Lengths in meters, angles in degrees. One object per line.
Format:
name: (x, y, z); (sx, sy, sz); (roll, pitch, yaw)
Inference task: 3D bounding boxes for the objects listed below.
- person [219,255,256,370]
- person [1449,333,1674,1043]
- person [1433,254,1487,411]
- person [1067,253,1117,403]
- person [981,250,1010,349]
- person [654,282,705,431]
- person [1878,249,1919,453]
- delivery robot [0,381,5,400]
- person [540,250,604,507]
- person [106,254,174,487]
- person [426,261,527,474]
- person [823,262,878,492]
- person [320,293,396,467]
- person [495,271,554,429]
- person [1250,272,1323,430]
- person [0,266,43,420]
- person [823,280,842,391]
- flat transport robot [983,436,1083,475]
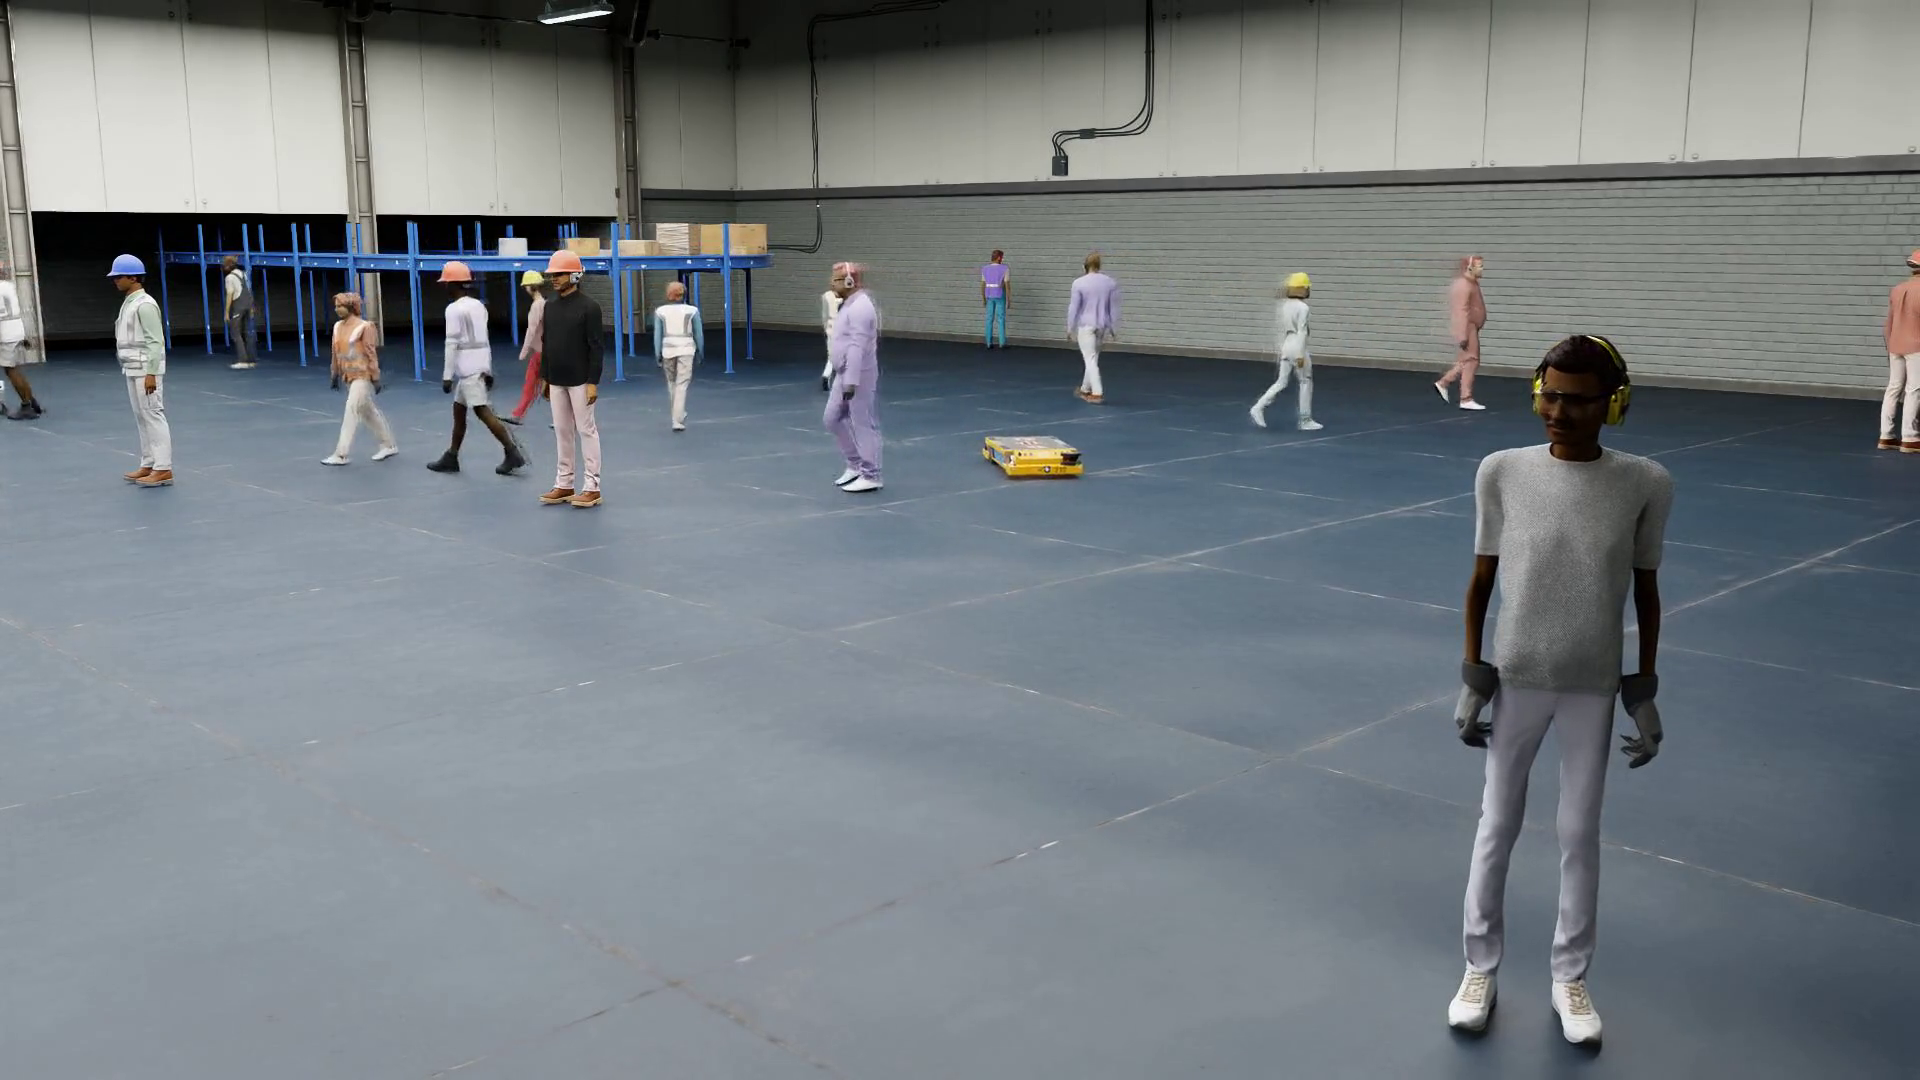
person: (-11.419, -3.611, 26.390); (0.342, 1.806, 0.651); (2, 11, 11)
person: (1.572, 0.394, 4.367); (0.520, 1.864, 0.333); (3, 11, 17)
person: (6.136, -2.527, 20.227); (0.537, 1.883, 0.655); (4, 11, 19)
person: (1.668, -2.709, 21.221); (0.647, 1.898, 0.925); (-5, 12, -27)
person: (0.664, -4.504, 31.146); (0.564, 1.836, 0.404); (5, 11, 25)
person: (-3.059, -2.017, 18.225); (0.514, 1.594, 0.857); (1, 10, 8)
person: (9.369, -1.869, 16.344); (0.396, 1.992, 0.623); (-2, 11, -12)
delivery robot: (-11.650, -1.772, 19.589); (0.707, 0.478, 0.477); (3, 10, 12)
person: (-3.057, -1.265, 13.051); (0.612, 1.995, 0.376); (6, 12, 31)
person: (-6.954, -1.437, 14.116); (0.399, 1.945, 0.616); (-9, 14, -41)
person: (-4.322, -1.529, 14.811); (0.987, 1.892, 0.559); (2, 11, 9)
person: (-0.894, -1.337, 13.747); (0.469, 1.891, 0.664); (-3, 11, -17)
person: (-5.616, -1.499, 15.443); (0.516, 1.585, 0.885); (8, 13, 36)
person: (-4.688, -2.072, 18.215); (0.906, 1.719, 0.531); (-2, 11, -12)
person: (3.590, -2.055, 18.124); (0.774, 1.719, 0.492); (-4, 11, -19)
person: (-10.961, -2.322, 19.090); (0.525, 1.890, 0.569); (-3, 11, -14)
person: (-1.610, -2.738, 22.088); (0.536, 1.625, 0.484); (5, 11, 25)
flat transport robot: (0.651, -0.790, 15.281); (0.652, 0.197, 1.431); (-2, 11, -9)
